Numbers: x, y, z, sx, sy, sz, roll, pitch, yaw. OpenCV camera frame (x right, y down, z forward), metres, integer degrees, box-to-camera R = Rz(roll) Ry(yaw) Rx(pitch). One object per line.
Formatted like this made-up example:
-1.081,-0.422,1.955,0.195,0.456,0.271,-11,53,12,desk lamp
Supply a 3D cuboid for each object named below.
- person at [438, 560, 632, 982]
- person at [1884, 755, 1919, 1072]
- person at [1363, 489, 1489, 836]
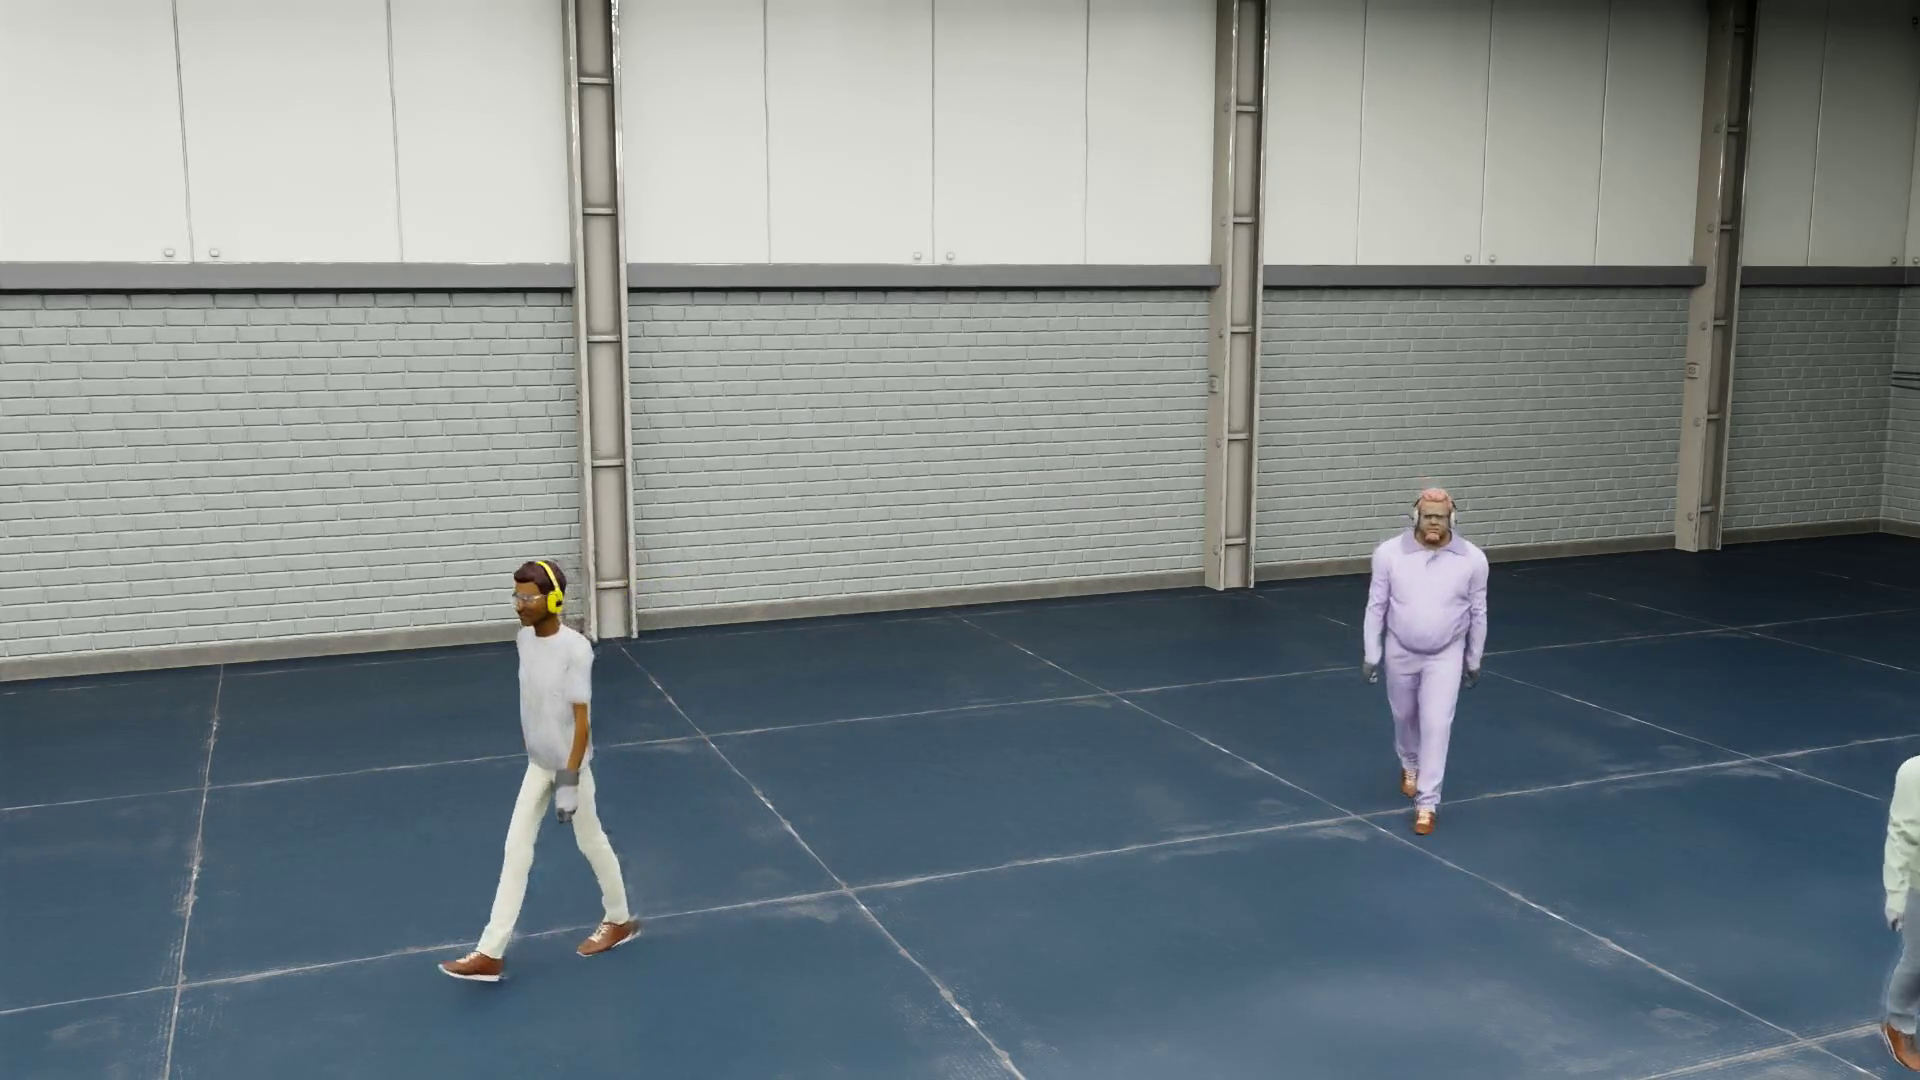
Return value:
-1.797,0.992,7.172,0.551,1.817,0.963,7,12,38,person
3.634,1.292,6.045,0.540,1.583,0.879,3,10,18,person
2.617,0.623,9.376,0.648,1.870,0.974,4,10,21,person
